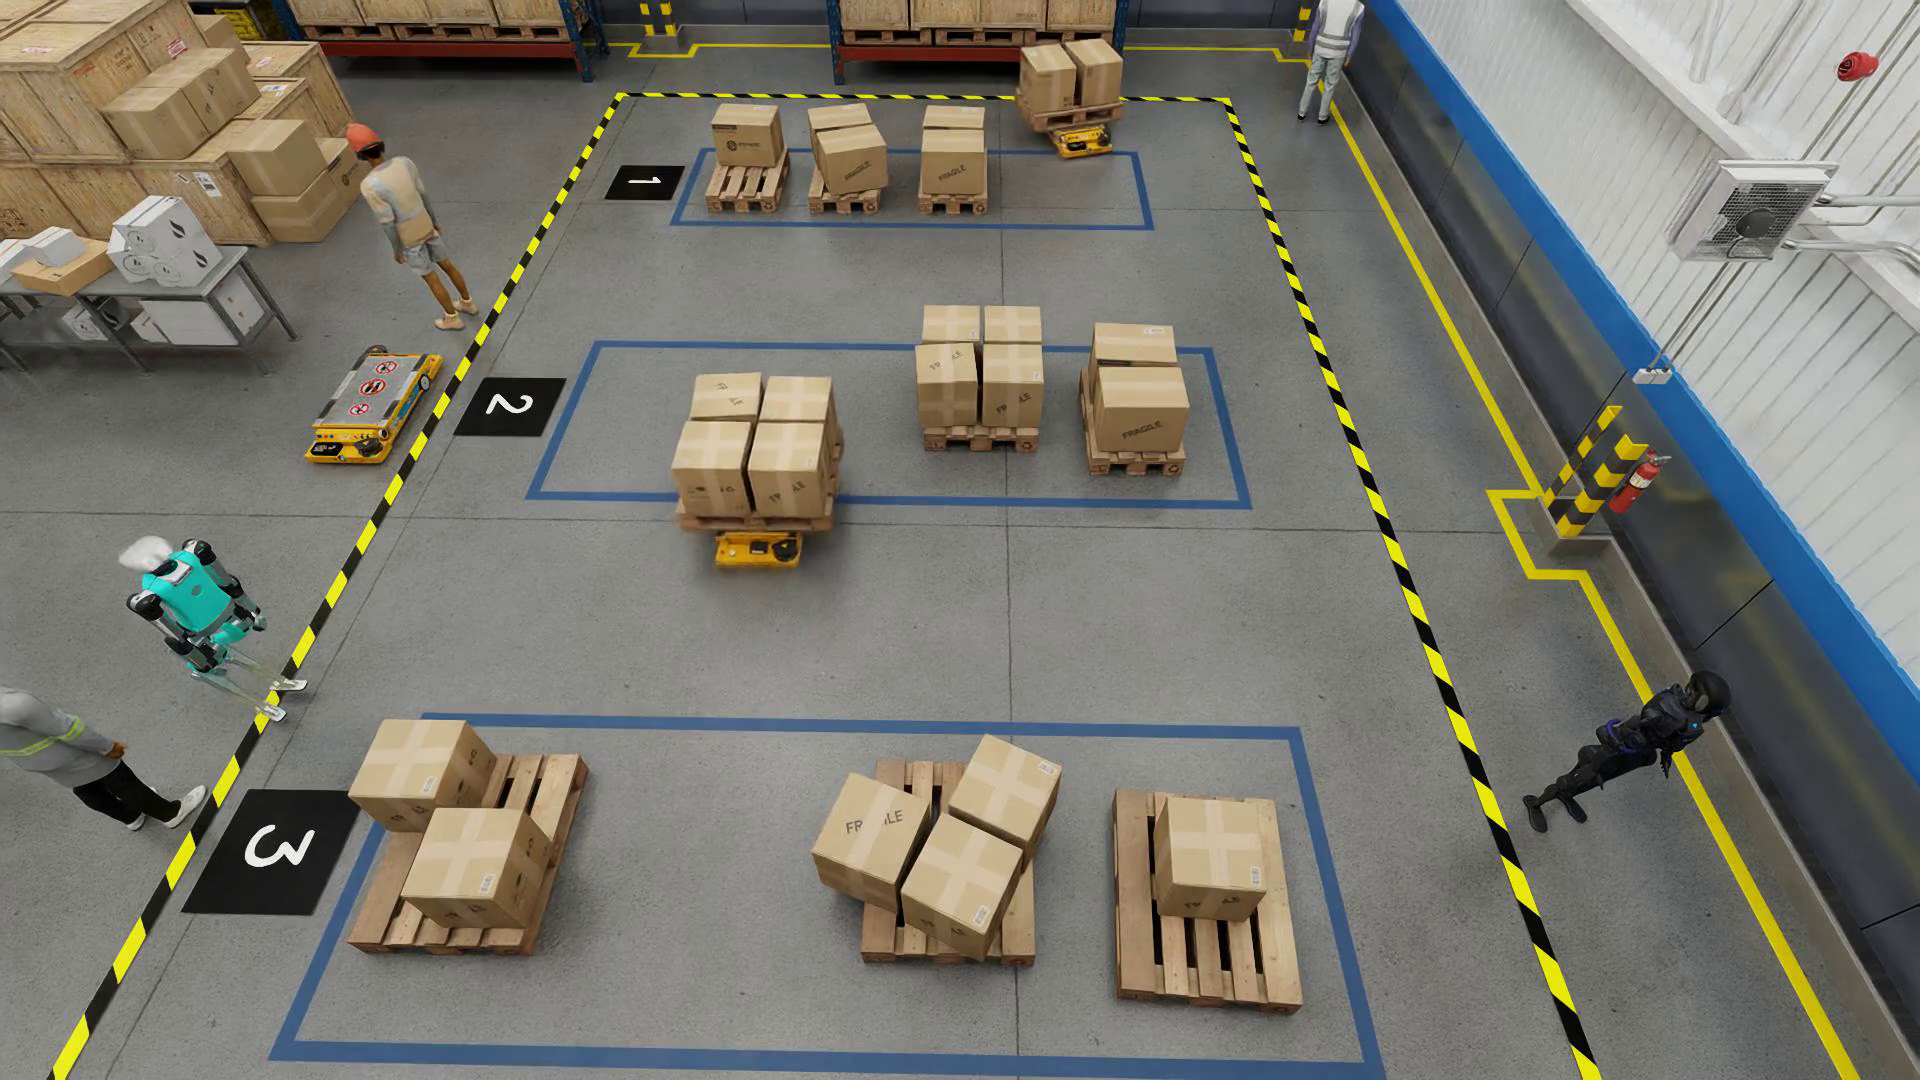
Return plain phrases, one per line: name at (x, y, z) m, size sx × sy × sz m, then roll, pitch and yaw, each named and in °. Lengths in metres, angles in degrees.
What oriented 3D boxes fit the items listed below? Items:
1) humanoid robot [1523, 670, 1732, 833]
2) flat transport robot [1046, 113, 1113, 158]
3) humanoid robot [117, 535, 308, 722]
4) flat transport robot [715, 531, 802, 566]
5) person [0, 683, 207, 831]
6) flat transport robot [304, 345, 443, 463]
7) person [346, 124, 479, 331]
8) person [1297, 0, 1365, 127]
humanoid robot at (3.924, 1.252, 5.375) m, size 0.599 × 1.657 × 0.315 m, roll -7°, pitch 50°, yaw -6°
flat transport robot at (1.417, -5.454, 11.964) m, size 0.652 × 0.197 × 1.431 m, roll -13°, pitch 51°, yaw -11°
humanoid robot at (-4.862, 0.558, 5.845) m, size 0.735 × 1.677 × 0.533 m, roll 9°, pitch 50°, yaw 8°
flat transport robot at (-1.602, -0.396, 7.684) m, size 0.652 × 0.197 × 1.431 m, roll 1°, pitch 50°, yaw 1°
person at (-5.225, 1.187, 5.325) m, size 0.588 × 1.852 × 0.374 m, roll 0°, pitch 50°, yaw 0°
flat transport robot at (-5.383, -1.269, 8.441) m, size 0.659 × 0.231 × 1.431 m, roll 1°, pitch 50°, yaw 1°
person at (-5.188, -2.907, 8.670) m, size 0.398 × 2.036 × 0.607 m, roll 13°, pitch 51°, yaw 11°
person at (4.690, -6.197, 11.592) m, size 0.588 × 1.822 × 0.403 m, roll 23°, pitch 54°, yaw 19°
